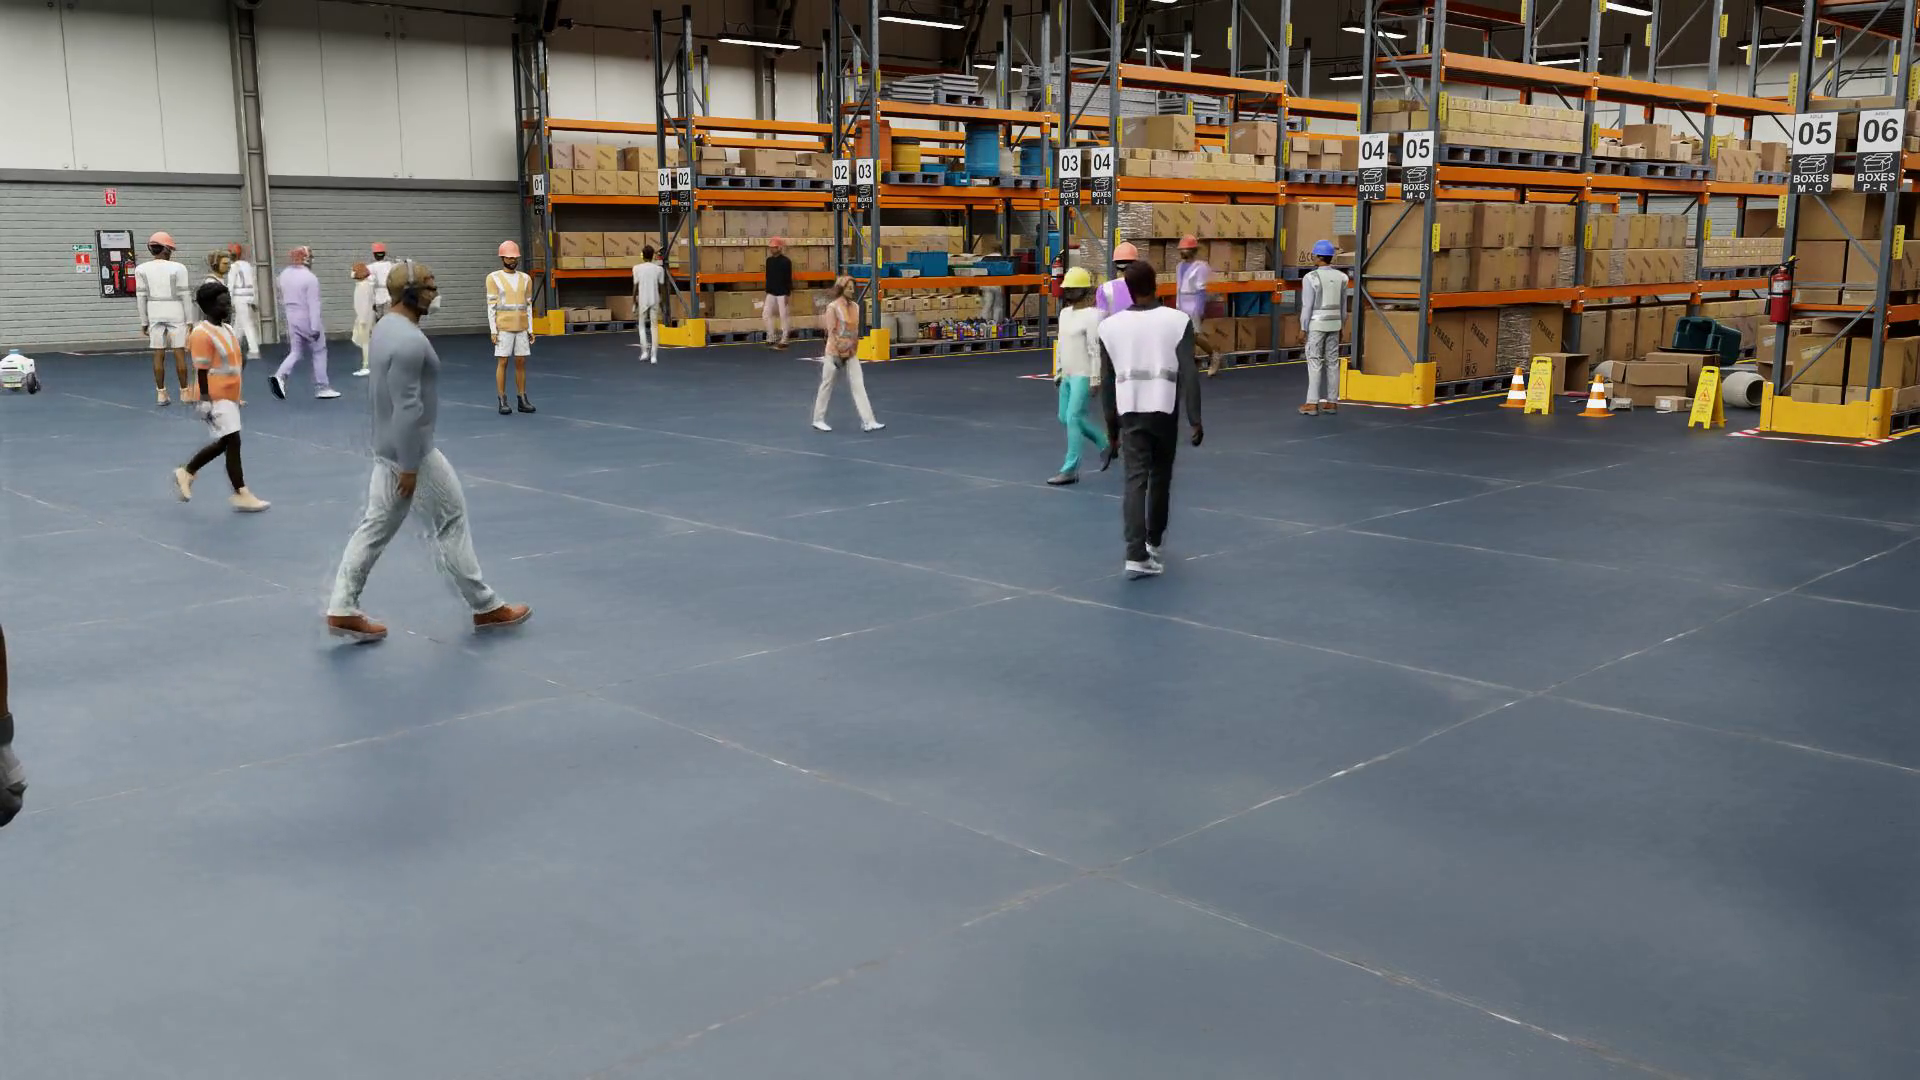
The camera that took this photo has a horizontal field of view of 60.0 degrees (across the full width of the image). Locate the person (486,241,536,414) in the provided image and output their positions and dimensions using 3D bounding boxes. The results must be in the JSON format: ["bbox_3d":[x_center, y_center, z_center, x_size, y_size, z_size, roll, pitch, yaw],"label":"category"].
[{"bbox_3d":[-5.067,-2.407,18.835,0.545,1.938,0.359,-9,14,-41],"label":"person"}]

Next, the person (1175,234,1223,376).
[{"bbox_3d":[3.244,-3.231,23.118,0.868,2.018,0.615,-6,12,-32],"label":"person"}]

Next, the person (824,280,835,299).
[{"bbox_3d":[-2.679,-5.303,34.922,0.591,1.827,0.451,10,14,42],"label":"person"}]

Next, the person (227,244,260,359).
[{"bbox_3d":[-11.844,-3.883,27.130,0.856,1.847,0.606,1,10,6],"label":"person"}]

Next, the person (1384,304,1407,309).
[{"bbox_3d":[6.851,-3.713,26.284,0.580,1.827,0.687,2,11,12],"label":"person"}]

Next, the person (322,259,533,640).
[{"bbox_3d":[-2.729,-0.439,8.248,1.025,1.889,0.650,-6,12,-30],"label":"person"}]

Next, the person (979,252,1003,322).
[{"bbox_3d":[0.710,-5.186,34.445,0.677,1.779,0.496,-2,11,-13],"label":"person"}]

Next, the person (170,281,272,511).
[{"bbox_3d":[-5.462,-1.046,12.142,0.722,1.675,0.537,0,10,0],"label":"person"}]

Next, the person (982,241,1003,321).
[{"bbox_3d":[0.740,-4.945,32.834,0.653,1.881,1.038,7,12,33],"label":"person"}]

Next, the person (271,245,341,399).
[{"bbox_3d":[-8.065,-2.657,20.361,0.648,1.881,0.787,5,12,27],"label":"person"}]

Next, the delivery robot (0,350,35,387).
[{"bbox_3d":[-12.129,-2.201,21.347,0.477,0.478,0.707,-4,11,-20],"label":"delivery robot"}]

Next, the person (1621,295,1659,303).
[{"bbox_3d":[11.881,-4.219,29.093,0.948,1.806,0.645,-7,13,-34],"label":"person"}]

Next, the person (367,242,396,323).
[{"bbox_3d":[-9.748,-4.095,28.189,0.544,1.897,0.992,-7,12,-32],"label":"person"}]

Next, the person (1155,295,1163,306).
[{"bbox_3d":[4.318,-5.733,36.935,0.605,1.947,0.621,-10,14,-44],"label":"person"}]

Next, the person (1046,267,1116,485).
[{"bbox_3d":[1.001,-1.344,13.539,0.646,1.749,0.535,-5,12,-26],"label":"person"}]

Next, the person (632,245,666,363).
[{"bbox_3d":[-4.940,-3.739,26.357,0.542,1.841,0.786,-3,11,-17],"label":"person"}]

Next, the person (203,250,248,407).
[{"bbox_3d":[-8.388,-2.386,19.013,0.537,1.824,0.553,-2,11,-13],"label":"person"}]

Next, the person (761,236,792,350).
[{"bbox_3d":[-3.247,-4.298,29.027,0.646,1.975,0.670,8,13,36],"label":"person"}]

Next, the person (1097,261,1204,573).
[{"bbox_3d":[1.154,-0.752,10.081,0.661,1.844,0.997,2,11,12],"label":"person"}]

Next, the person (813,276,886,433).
[{"bbox_3d":[-1.180,-1.882,16.922,0.879,1.586,0.536,8,13,36],"label":"person"}]

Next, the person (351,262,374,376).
[{"bbox_3d":[-8.546,-3.172,23.847,0.380,1.620,0.526,-6,12,-28],"label":"person"}]

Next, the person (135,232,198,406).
[{"bbox_3d":[-9.414,-2.623,19.749,0.605,2.035,0.392,-1,10,-6],"label":"person"}]

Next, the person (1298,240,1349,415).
[{"bbox_3d":[4.073,-2.391,18.716,0.616,1.946,0.392,-5,12,-26],"label":"person"}]

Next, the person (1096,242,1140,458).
[{"bbox_3d":[1.490,-1.721,15.098,0.550,1.933,0.370,-1,10,-4],"label":"person"}]
